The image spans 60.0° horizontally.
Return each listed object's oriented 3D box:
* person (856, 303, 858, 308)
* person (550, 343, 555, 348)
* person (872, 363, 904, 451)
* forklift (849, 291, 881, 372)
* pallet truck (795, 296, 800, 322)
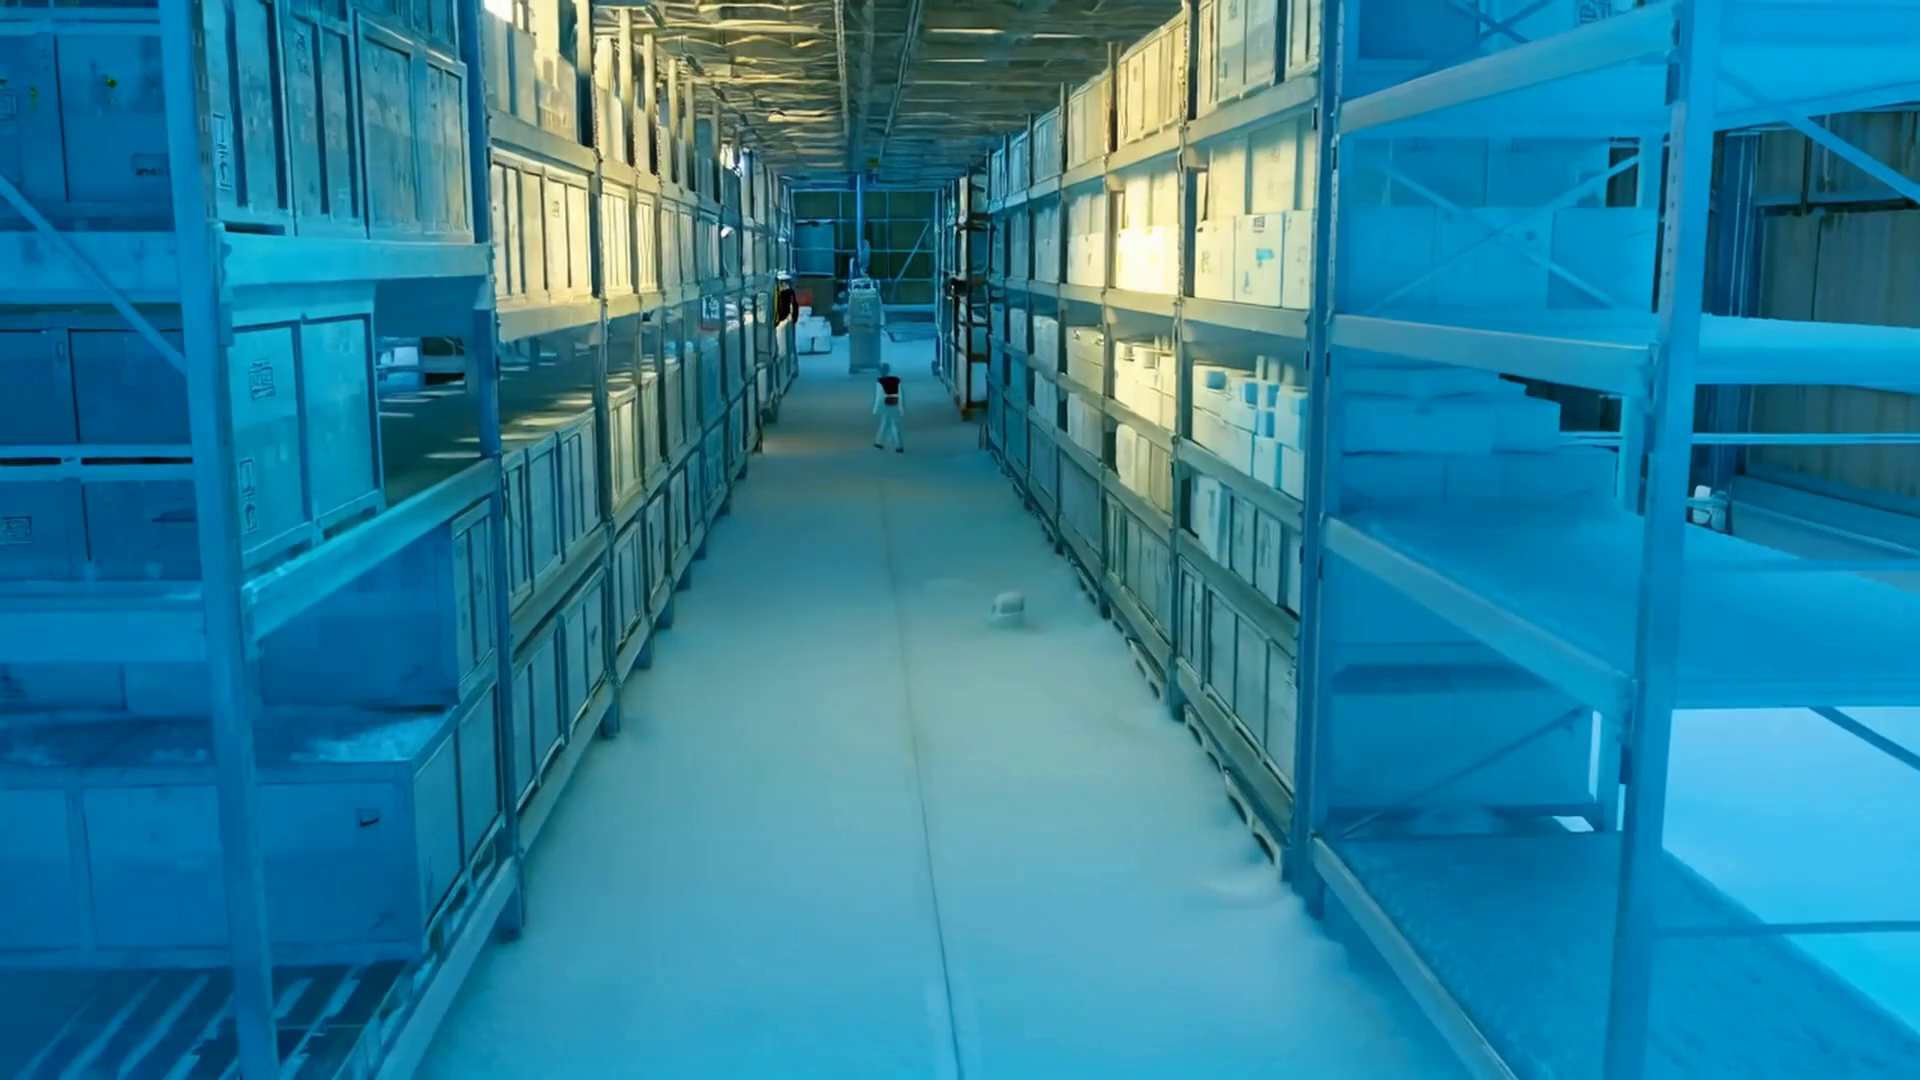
[{"bbox_3d":[-5.497,-12.187,90.241,0.574,1.883,0.361,6,11,31],"label":"person"},{"bbox_3d":[-10.849,-4.589,45.016,0.642,1.827,0.454,0,10,0],"label":"person"},{"bbox_3d":[-1.458,-2.701,33.898,0.551,1.785,0.991,-9,13,-44],"label":"person"},{"bbox_3d":[-3.344,-7.351,58.380,1.129,2.768,1.873,-1,10,-3],"label":"forklift"},{"bbox_3d":[-8.622,-12.439,91.403,1.885,1.965,0.823,2,10,13],"label":"pallet truck"}]
